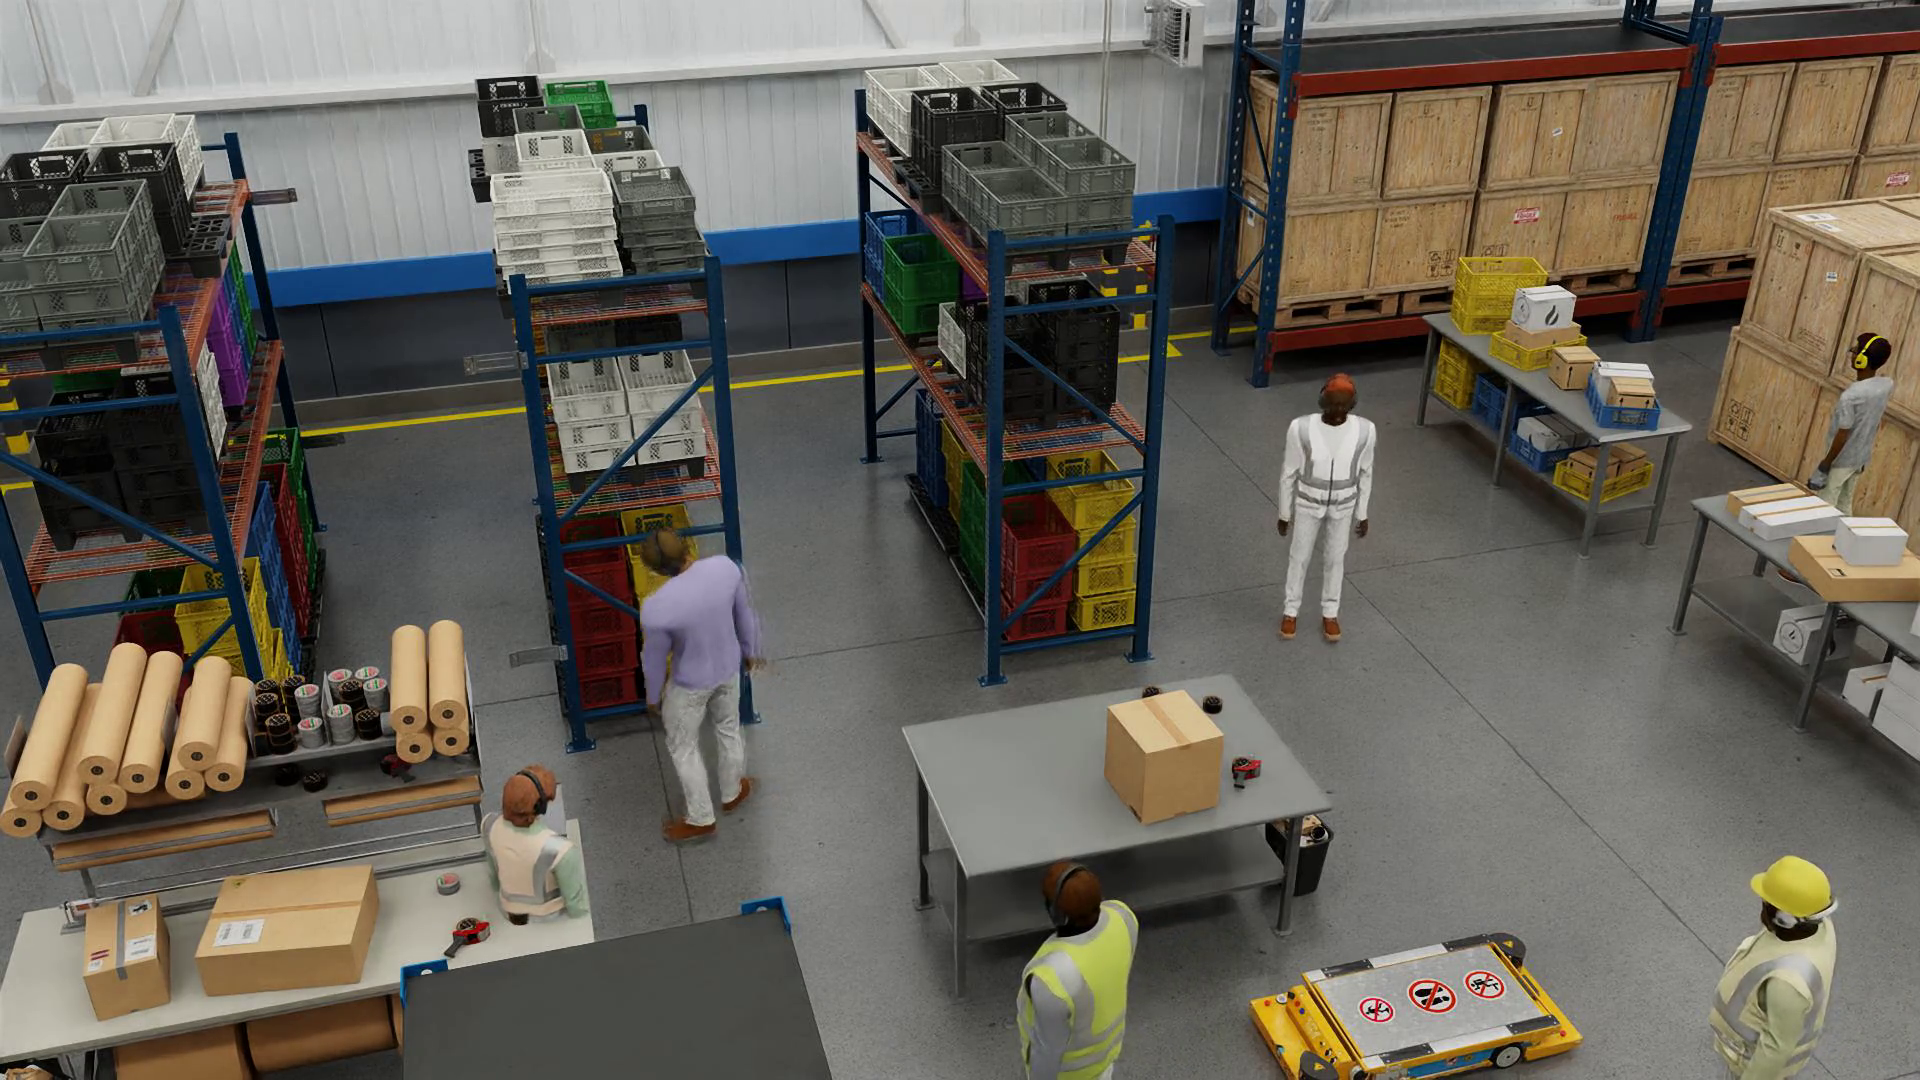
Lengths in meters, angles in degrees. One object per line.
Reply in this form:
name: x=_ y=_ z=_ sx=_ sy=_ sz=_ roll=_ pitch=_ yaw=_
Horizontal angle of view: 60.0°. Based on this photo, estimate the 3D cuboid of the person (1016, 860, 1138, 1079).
person: x=0.443 y=2.060 z=6.768 sx=0.429 sy=1.839 sz=0.634 roll=19 pitch=34 yaw=31

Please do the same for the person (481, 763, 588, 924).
person: x=-1.912 y=1.739 z=7.569 sx=0.522 sy=1.630 sz=0.319 roll=13 pitch=31 yaw=23

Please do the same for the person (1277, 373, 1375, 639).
person: x=2.365 y=-0.207 z=10.854 sx=0.604 sy=1.878 sz=0.351 roll=2 pitch=29 yaw=3

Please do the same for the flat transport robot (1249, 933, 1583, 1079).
flat transport robot: x=2.184 y=2.282 z=7.980 sx=1.431 sy=0.197 sz=0.652 roll=-8 pitch=30 yaw=-14

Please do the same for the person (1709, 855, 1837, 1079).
person: x=3.261 y=2.046 z=6.803 sx=0.403 sy=1.828 sz=0.598 roll=17 pitch=33 yaw=28

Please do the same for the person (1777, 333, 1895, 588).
person: x=6.072 y=-0.540 z=11.467 sx=0.516 sy=1.873 sz=0.329 roll=-17 pitch=33 yaw=-28

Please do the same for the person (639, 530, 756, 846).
person: x=-1.398 y=0.763 z=9.079 sx=0.699 sy=1.898 sz=0.357 roll=-22 pitch=36 yaw=-34
